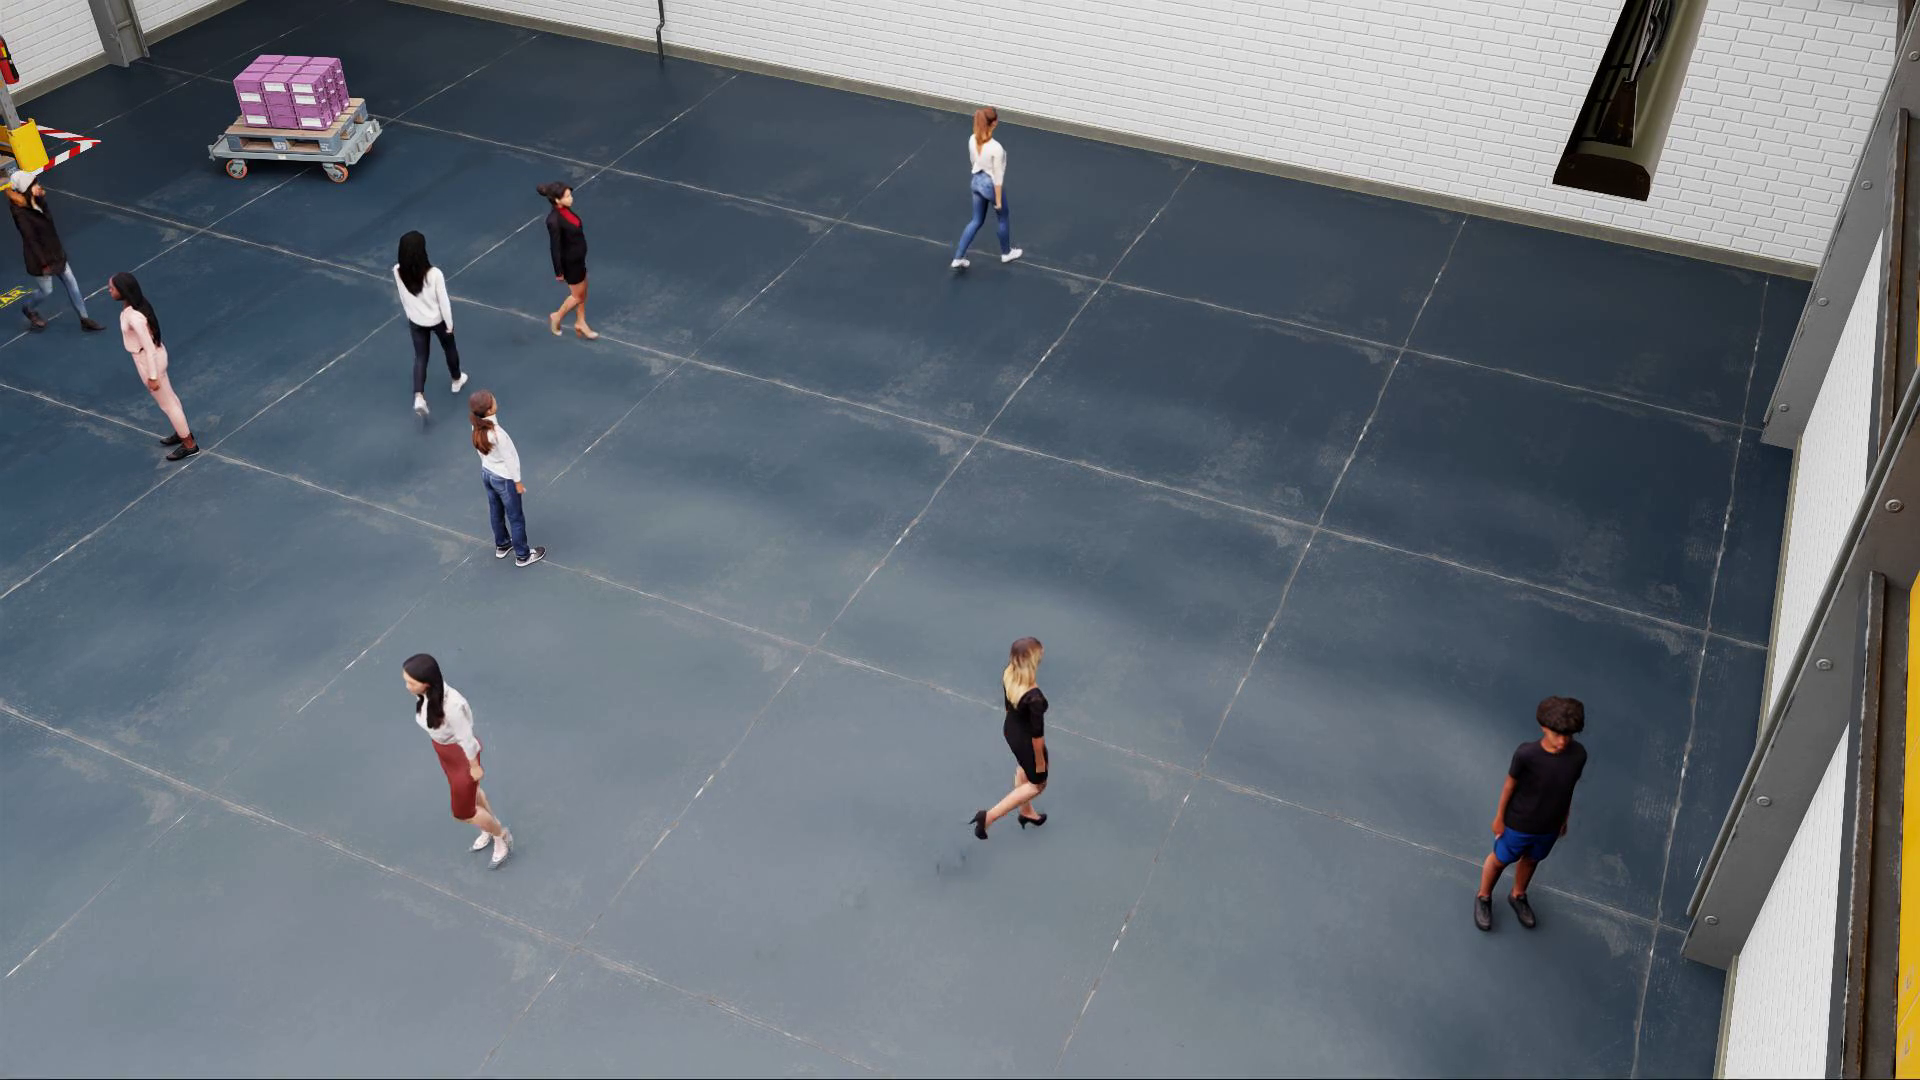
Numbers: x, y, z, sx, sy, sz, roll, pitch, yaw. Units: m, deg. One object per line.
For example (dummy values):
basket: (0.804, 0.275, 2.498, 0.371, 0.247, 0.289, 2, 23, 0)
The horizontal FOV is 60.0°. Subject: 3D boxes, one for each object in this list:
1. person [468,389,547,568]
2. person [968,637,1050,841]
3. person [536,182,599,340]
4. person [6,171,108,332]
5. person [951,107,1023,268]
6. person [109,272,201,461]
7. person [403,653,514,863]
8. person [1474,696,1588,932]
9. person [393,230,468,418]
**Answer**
person: (-3.525, -0.484, 12.719, 0.561, 1.555, 0.570, 23, 44, 26)
person: (0.339, 1.298, 10.402, 0.922, 1.662, 0.843, -16, 41, -19)
person: (-3.629, -2.518, 15.207, 0.762, 1.629, 0.727, 1, 39, 1)
person: (-8.521, -2.622, 15.352, 0.881, 1.610, 1.029, 6, 39, 7)
person: (0.205, -3.388, 16.247, 1.133, 1.689, 0.891, -30, 47, -32)
person: (-6.700, -1.455, 13.802, 0.732, 1.720, 0.702, -18, 42, -21)
person: (-3.079, 1.343, 10.288, 0.677, 1.734, 0.673, 30, 47, 32)
person: (3.404, 1.617, 9.893, 0.704, 1.799, 0.723, -2, 39, -2)
person: (-4.625, -1.852, 14.338, 0.862, 1.673, 1.131, 2, 39, 3)
